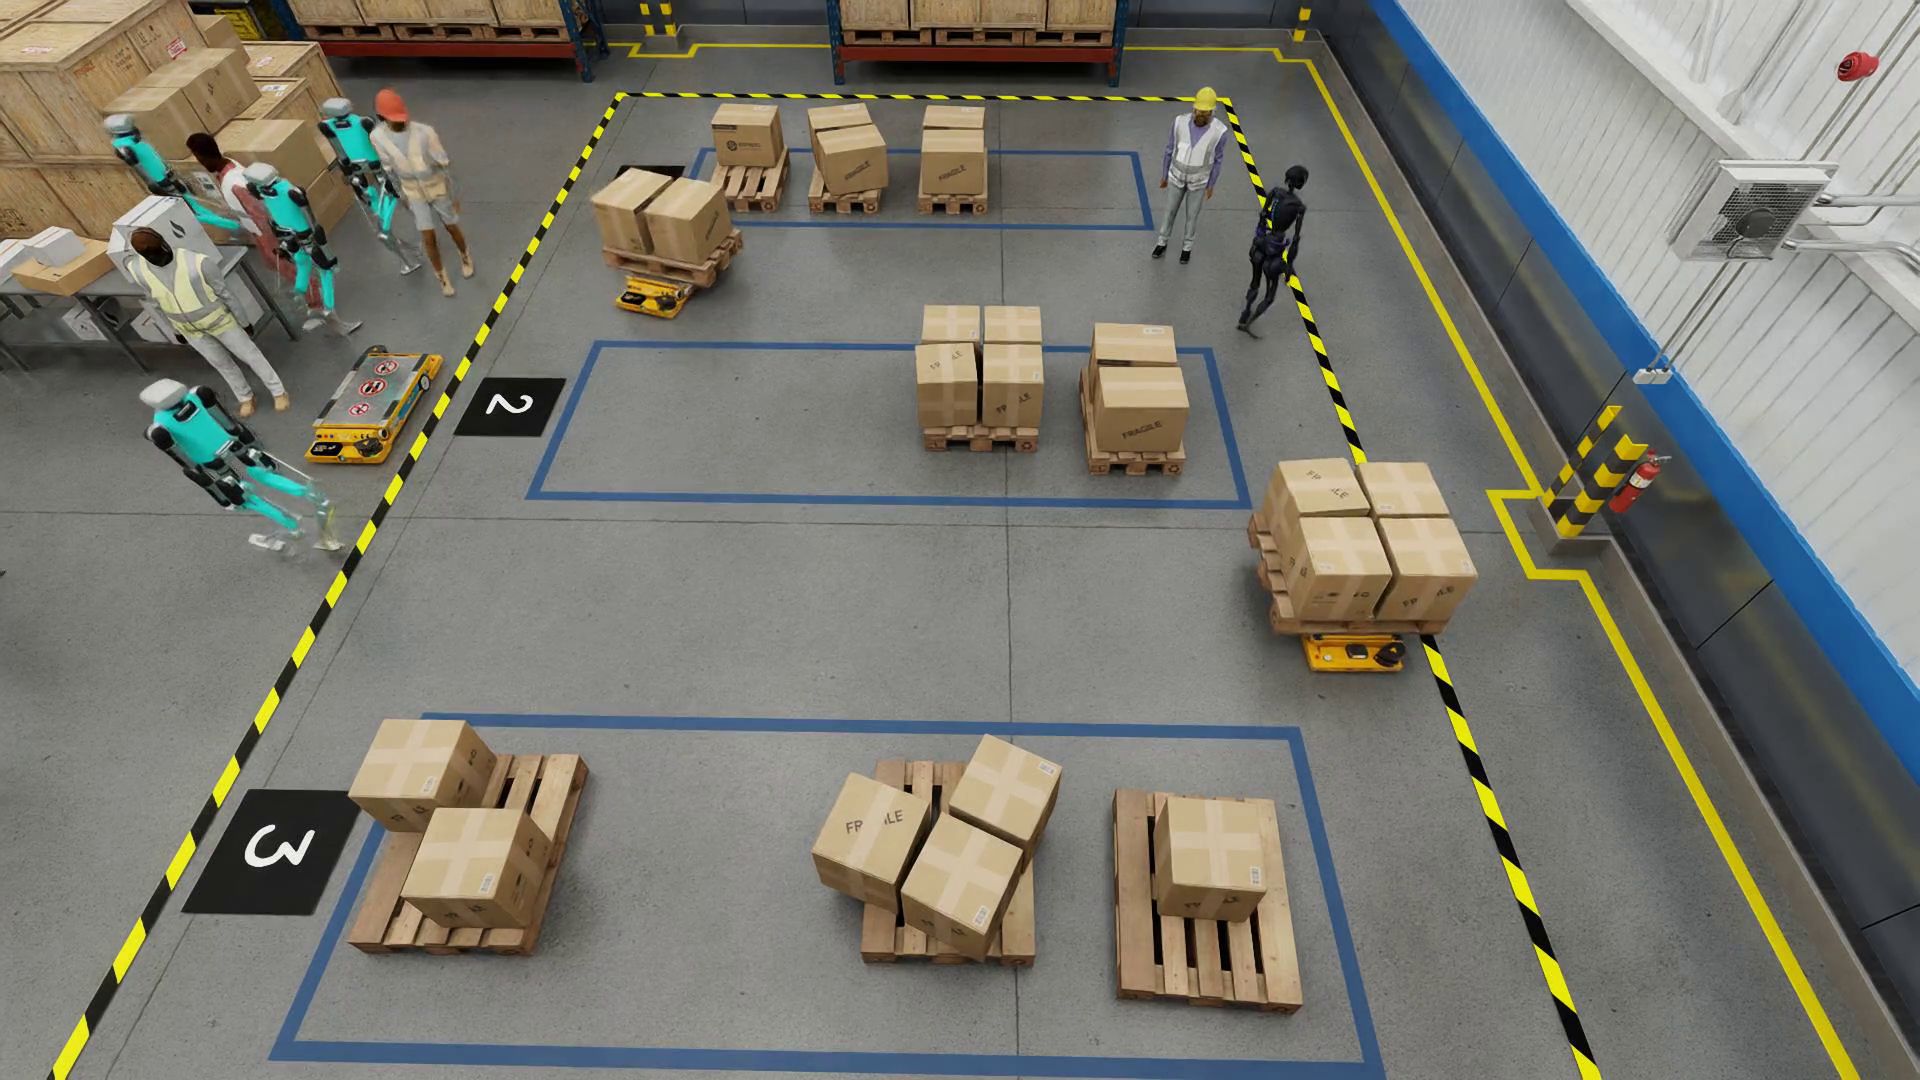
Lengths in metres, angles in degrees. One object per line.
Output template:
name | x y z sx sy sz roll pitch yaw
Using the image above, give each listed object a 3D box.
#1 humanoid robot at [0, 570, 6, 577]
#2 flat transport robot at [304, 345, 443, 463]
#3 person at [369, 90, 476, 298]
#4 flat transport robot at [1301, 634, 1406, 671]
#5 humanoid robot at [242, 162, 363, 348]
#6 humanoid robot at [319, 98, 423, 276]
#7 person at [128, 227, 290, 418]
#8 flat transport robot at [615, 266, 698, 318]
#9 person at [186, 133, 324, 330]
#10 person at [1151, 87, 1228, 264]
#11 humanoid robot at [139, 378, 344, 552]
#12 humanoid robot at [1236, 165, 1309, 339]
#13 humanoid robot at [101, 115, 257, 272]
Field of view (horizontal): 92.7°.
humanoid robot | -7.807 -0.057 6.511 0.754 1.625 0.591 -9 50 -8
flat transport robot | -5.383 -1.269 8.441 0.659 0.231 1.431 1 50 1
person | -5.309 -3.469 9.160 0.628 2.005 0.661 -13 51 -11
flat transport robot | 2.874 0.354 7.050 0.652 0.197 1.431 0 50 0
humanoid robot | -6.183 -2.516 8.610 0.550 1.908 0.707 11 51 9
humanoid robot | -6.019 -3.497 9.394 0.544 1.763 0.970 -4 50 -3
person | -6.481 -1.861 7.921 0.632 1.834 0.429 -11 51 -9
flat transport robot | -3.036 -2.918 9.818 0.652 0.197 1.431 14 51 12
person | -6.672 -2.976 8.822 0.407 1.915 0.601 -34 58 -25
person | 2.374 -3.762 9.522 0.596 1.836 0.404 18 52 15
humanoid robot | -5.184 -0.441 6.765 0.965 1.731 0.546 9 50 8
humanoid robot | 2.936 -2.753 8.777 0.461 1.647 0.606 -18 52 -15
humanoid robot | -7.667 -3.509 9.384 0.960 1.776 0.554 -18 52 -14
